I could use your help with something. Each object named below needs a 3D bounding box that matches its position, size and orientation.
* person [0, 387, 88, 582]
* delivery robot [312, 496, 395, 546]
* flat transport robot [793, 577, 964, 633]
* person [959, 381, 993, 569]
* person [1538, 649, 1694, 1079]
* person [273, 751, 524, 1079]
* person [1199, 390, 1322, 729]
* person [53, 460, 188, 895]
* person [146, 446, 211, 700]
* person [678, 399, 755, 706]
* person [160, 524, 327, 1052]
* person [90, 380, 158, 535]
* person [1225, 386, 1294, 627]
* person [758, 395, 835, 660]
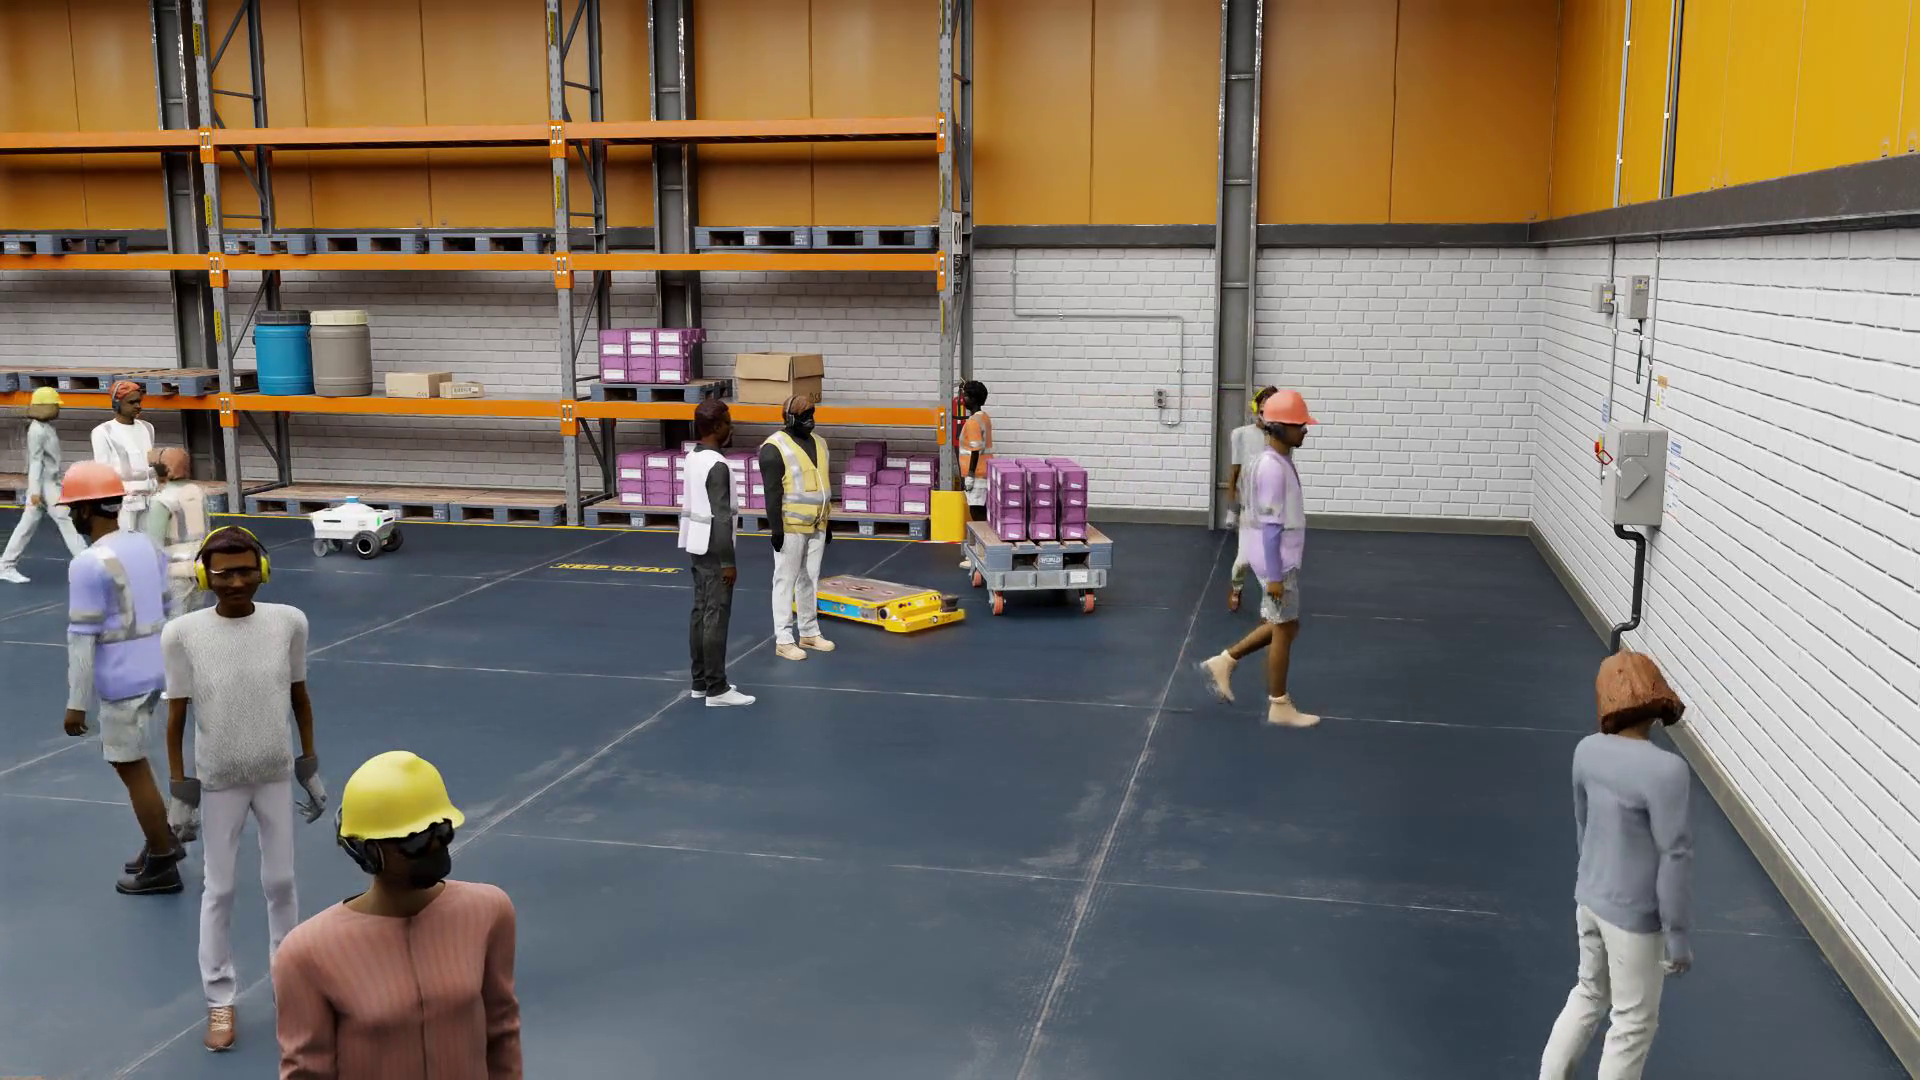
[{"bbox_3d":[-7.876,-0.469,14.327,0.953,1.692,0.499,-4,10,-23],"label":"person"},{"bbox_3d":[-5.697,-0.169,15.621,0.707,0.478,0.477,2,10,9],"label":"delivery robot"},{"bbox_3d":[-0.714,0.476,12.915,1.431,0.197,0.652,8,13,41],"label":"flat transport robot"},{"bbox_3d":[0.144,-0.589,15.011,0.316,1.695,0.541,2,10,12],"label":"person"},{"bbox_3d":[1.983,1.139,5.038,0.352,1.616,0.574,-1,10,-7],"label":"person"},{"bbox_3d":[-1.169,1.308,3.560,0.529,1.772,0.299,-8,13,-40],"label":"person"},{"bbox_3d":[1.811,0.117,9.867,0.657,2.026,0.613,3,10,17],"label":"person"},{"bbox_3d":[-3.648,0.609,7.250,0.522,1.914,0.556,0,10,2],"label":"person"},{"bbox_3d":[-4.836,0.211,10.490,0.455,1.622,0.541,1,10,5],"label":"person"},{"bbox_3d":[-1.547,0.079,10.395,0.388,1.921,0.593,-5,11,-26],"label":"person"},{"bbox_3d":[-2.537,0.862,5.920,0.531,1.865,0.310,-7,12,-35],"label":"person"},{"bbox_3d":[-6.189,-0.249,12.439,0.342,1.883,0.586,2,10,14],"label":"person"},{"bbox_3d":[2.251,-0.251,12.600,0.527,1.839,0.721,-1,10,-3],"label":"person"},{"bbox_3d":[-1.114,-0.098,11.675,0.429,1.844,0.627,6,12,33],"label":"person"}]
